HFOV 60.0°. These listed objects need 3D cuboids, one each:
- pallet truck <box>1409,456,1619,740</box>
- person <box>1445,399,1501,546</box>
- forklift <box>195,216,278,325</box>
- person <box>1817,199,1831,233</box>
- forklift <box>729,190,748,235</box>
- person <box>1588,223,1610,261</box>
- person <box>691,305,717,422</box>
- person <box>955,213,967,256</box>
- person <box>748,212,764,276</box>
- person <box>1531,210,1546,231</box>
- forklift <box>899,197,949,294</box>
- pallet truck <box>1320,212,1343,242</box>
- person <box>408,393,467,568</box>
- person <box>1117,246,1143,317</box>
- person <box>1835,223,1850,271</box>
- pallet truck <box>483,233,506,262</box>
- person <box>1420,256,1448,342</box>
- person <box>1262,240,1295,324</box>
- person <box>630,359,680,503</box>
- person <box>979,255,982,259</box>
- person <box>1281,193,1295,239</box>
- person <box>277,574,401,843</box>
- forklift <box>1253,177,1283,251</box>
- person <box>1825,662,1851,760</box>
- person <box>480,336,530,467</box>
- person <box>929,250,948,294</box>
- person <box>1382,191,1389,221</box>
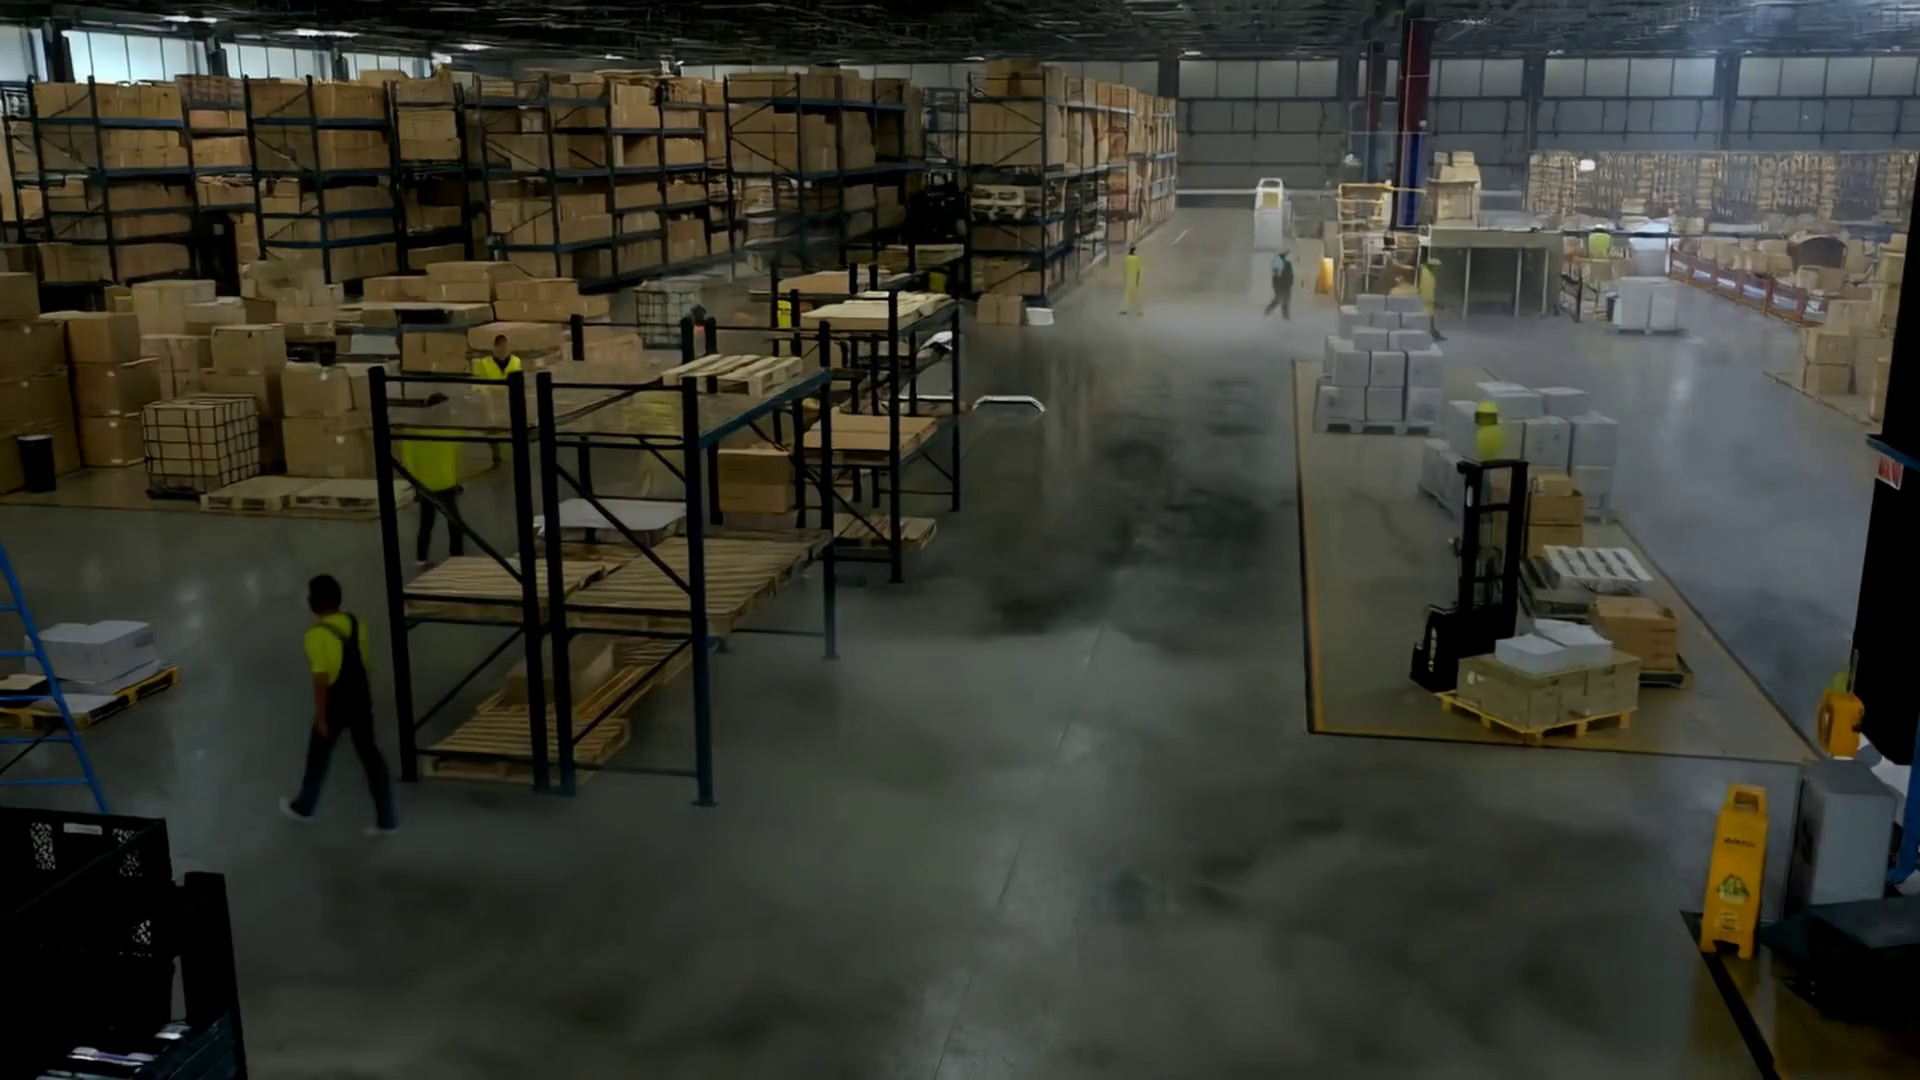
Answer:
[{"bbox_3d":[4.504,0.400,13.395,0.823,1.965,1.885,-6,15,-23],"label":"pallet truck"},{"bbox_3d":[5.909,-0.721,18.542,0.831,1.714,0.493,13,19,42],"label":"person"},{"bbox_3d":[-15.751,-5.500,35.534,1.873,2.768,1.129,3,14,10],"label":"forklift"},{"bbox_3d":[35.705,-13.149,68.747,0.404,1.829,0.600,-7,15,-26],"label":"person"},{"bbox_3d":[-9.676,-14.394,71.643,1.129,2.768,1.873,3,14,10],"label":"forklift"},{"bbox_3d":[19.940,-8.975,51.896,0.606,1.792,0.915,3,14,11],"label":"person"},{"bbox_3d":[-4.039,-2.699,26.075,0.388,1.957,0.606,9,16,32],"label":"person"},{"bbox_3d":[0.002,-11.313,61.717,0.470,1.616,0.516,11,18,39],"label":"person"},{"bbox_3d":[-6.594,-9.536,53.639,0.605,2.045,0.380,11,18,38],"label":"person"},{"bbox_3d":[21.786,-11.574,62.670,0.546,1.685,0.324,4,14,14],"label":"person"},{"bbox_3d":[-1.015,-8.021,45.769,1.129,2.768,1.873,3,14,10],"label":"forklift"},{"bbox_3d":[15.874,-13.227,70.310,0.680,1.201,1.601,10,17,35],"label":"pallet truck"},{"bbox_3d":[-5.547,-0.622,17.736,0.585,1.901,0.439,-4,14,-15],"label":"person"},{"bbox_3d":[4.308,-6.504,41.863,0.553,1.789,1.012,11,18,37],"label":"person"},{"bbox_3d":[27.879,-9.136,52.611,0.341,1.758,0.526,-6,15,-24],"label":"person"},{"bbox_3d":[-11.832,-7.026,43.548,1.885,1.965,0.823,8,16,28],"label":"pallet truck"},{"bbox_3d":[10.418,-5.388,37.118,0.985,1.896,0.544,5,15,20],"label":"person"},{"bbox_3d":[7.797,-6.271,40.390,0.669,2.000,0.697,11,17,37],"label":"person"},{"bbox_3d":[-3.747,-1.231,20.180,0.633,1.919,0.811,9,17,34],"label":"person"},{"bbox_3d":[0.838,-9.279,53.316,0.535,1.697,0.318,-8,16,-28],"label":"person"},{"bbox_3d":[14.246,-14.079,72.302,0.636,1.939,0.363,4,14,14],"label":"person"},{"bbox_3d":[-4.120,1.099,10.984,1.011,1.781,0.500,8,16,29],"label":"person"},{"bbox_3d":[12.083,-12.747,64.956,1.129,2.768,1.873,3,14,10],"label":"forklift"},{"bbox_3d":[5.645,1.315,10.314,0.552,1.677,0.565,-10,17,-35],"label":"person"},{"bbox_3d":[-6.303,-1.882,22.945,0.612,1.863,1.019,-9,16,-31],"label":"person"},{"bbox_3d":[-0.571,-6.587,42.445,0.528,1.666,0.804,2,14,6],"label":"person"},{"bbox_3d":[19.180,-14.768,75.096,1.030,1.934,0.655,0,14,0],"label":"person"}]
